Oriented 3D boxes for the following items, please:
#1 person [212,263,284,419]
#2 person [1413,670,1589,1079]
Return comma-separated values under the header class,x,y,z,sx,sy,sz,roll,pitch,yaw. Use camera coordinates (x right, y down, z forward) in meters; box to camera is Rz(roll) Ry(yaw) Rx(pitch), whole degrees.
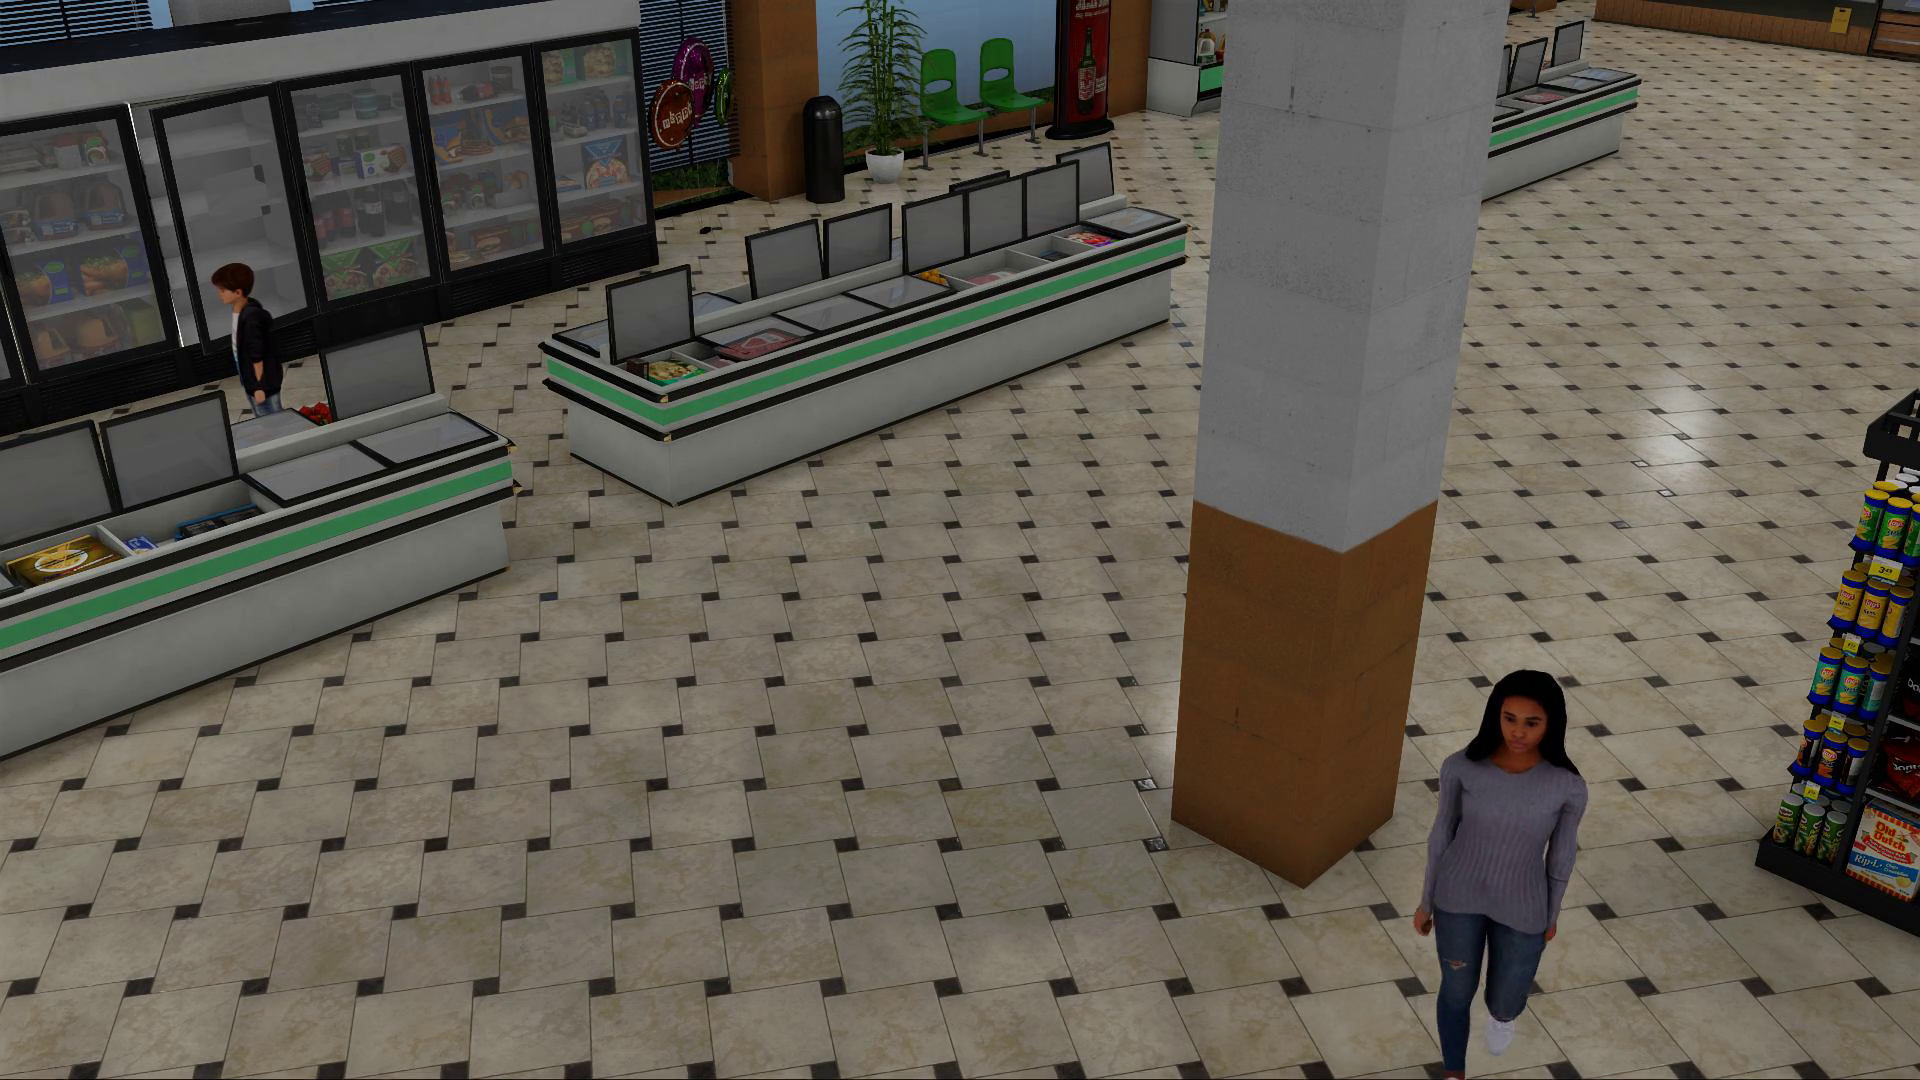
class,x,y,z,sx,sy,sz,roll,pitch,yaw
person,-4.230,-0.973,10.049,0.563,1.446,0.569,-17,31,-29
person,1.776,1.163,5.529,0.762,1.724,0.900,12,29,22
